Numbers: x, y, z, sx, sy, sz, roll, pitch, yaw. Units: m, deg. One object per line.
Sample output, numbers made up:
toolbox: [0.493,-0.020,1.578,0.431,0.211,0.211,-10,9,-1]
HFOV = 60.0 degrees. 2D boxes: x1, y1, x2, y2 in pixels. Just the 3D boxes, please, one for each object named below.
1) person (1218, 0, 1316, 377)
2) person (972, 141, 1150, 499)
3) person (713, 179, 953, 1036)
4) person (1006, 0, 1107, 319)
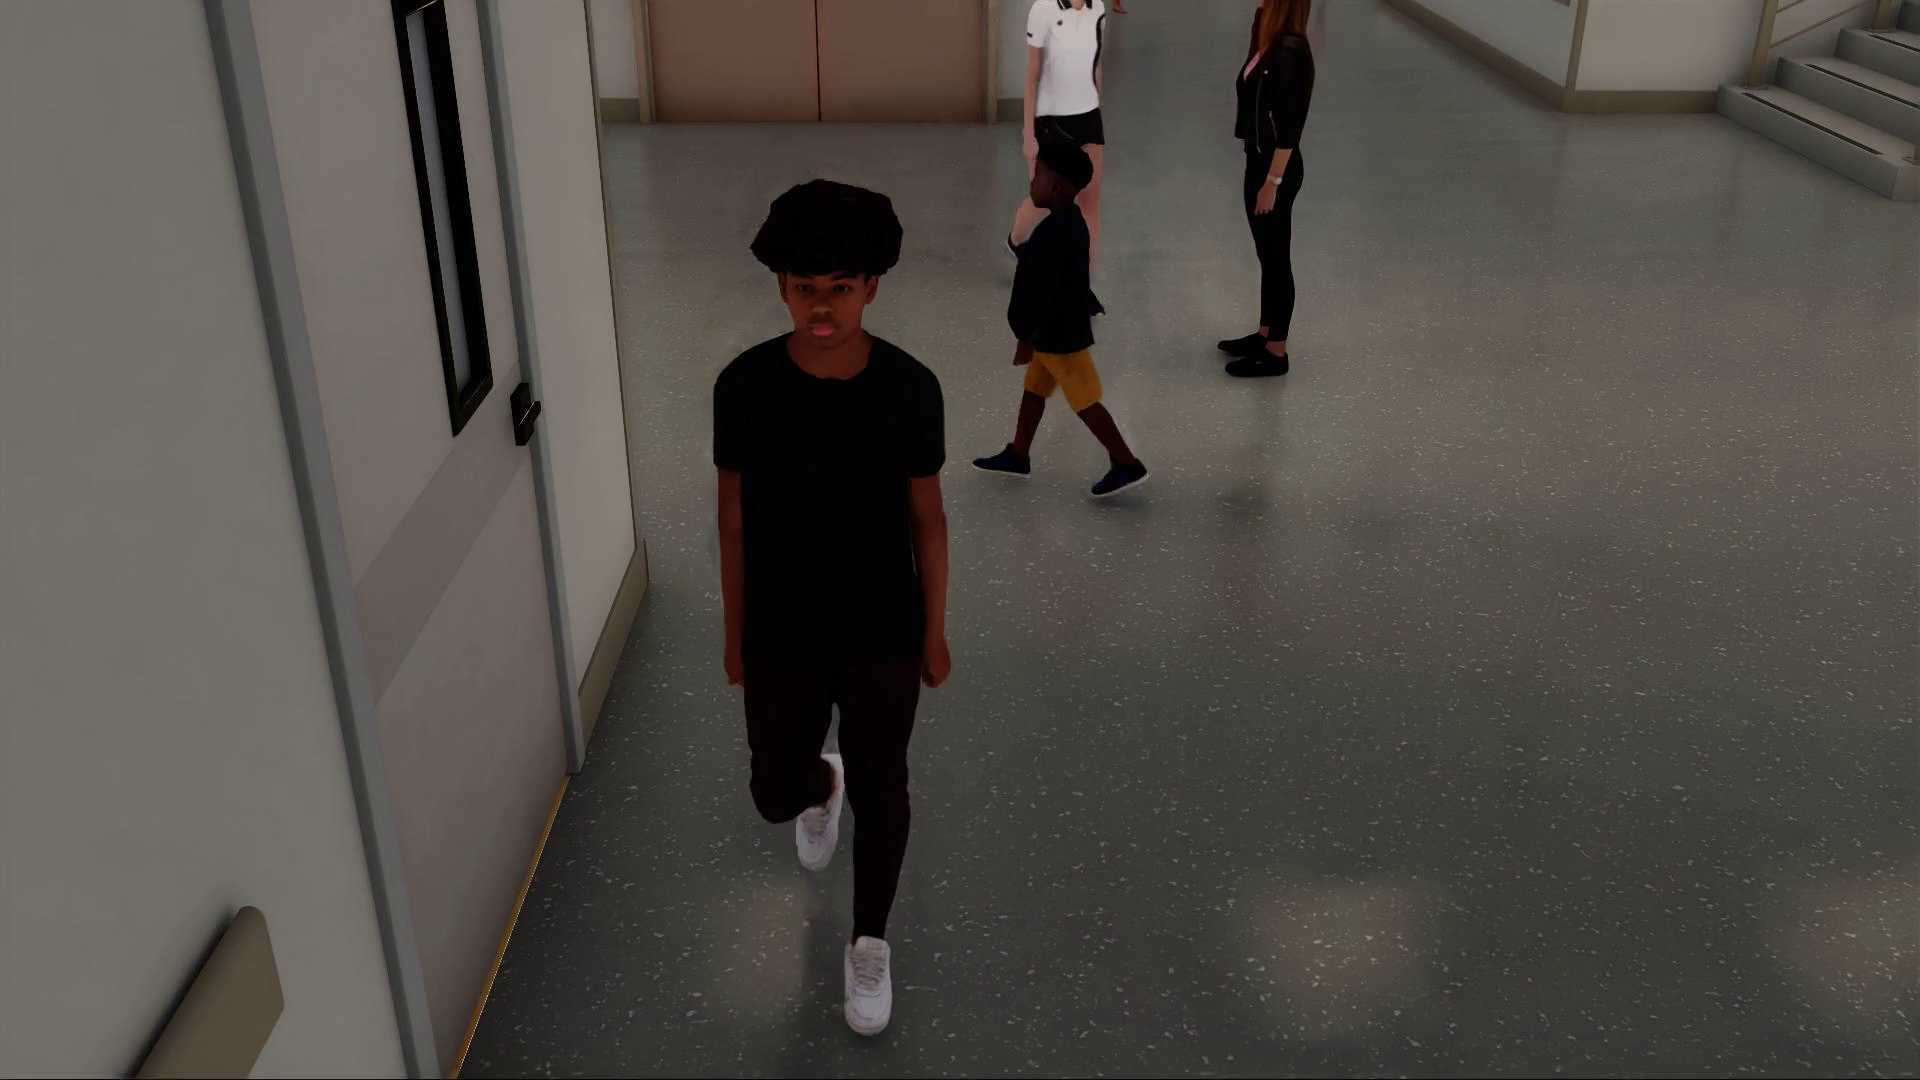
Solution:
person: [1.322,-1.542,6.945,0.531,1.712,0.615,2,26,4]
person: [0.414,-0.739,5.809,0.907,1.252,0.606,4,26,8]
person: [-0.262,0.121,3.441,0.832,1.760,0.677,0,26,-1]
person: [0.444,-1.917,7.722,1.107,1.711,0.933,-12,28,-23]
